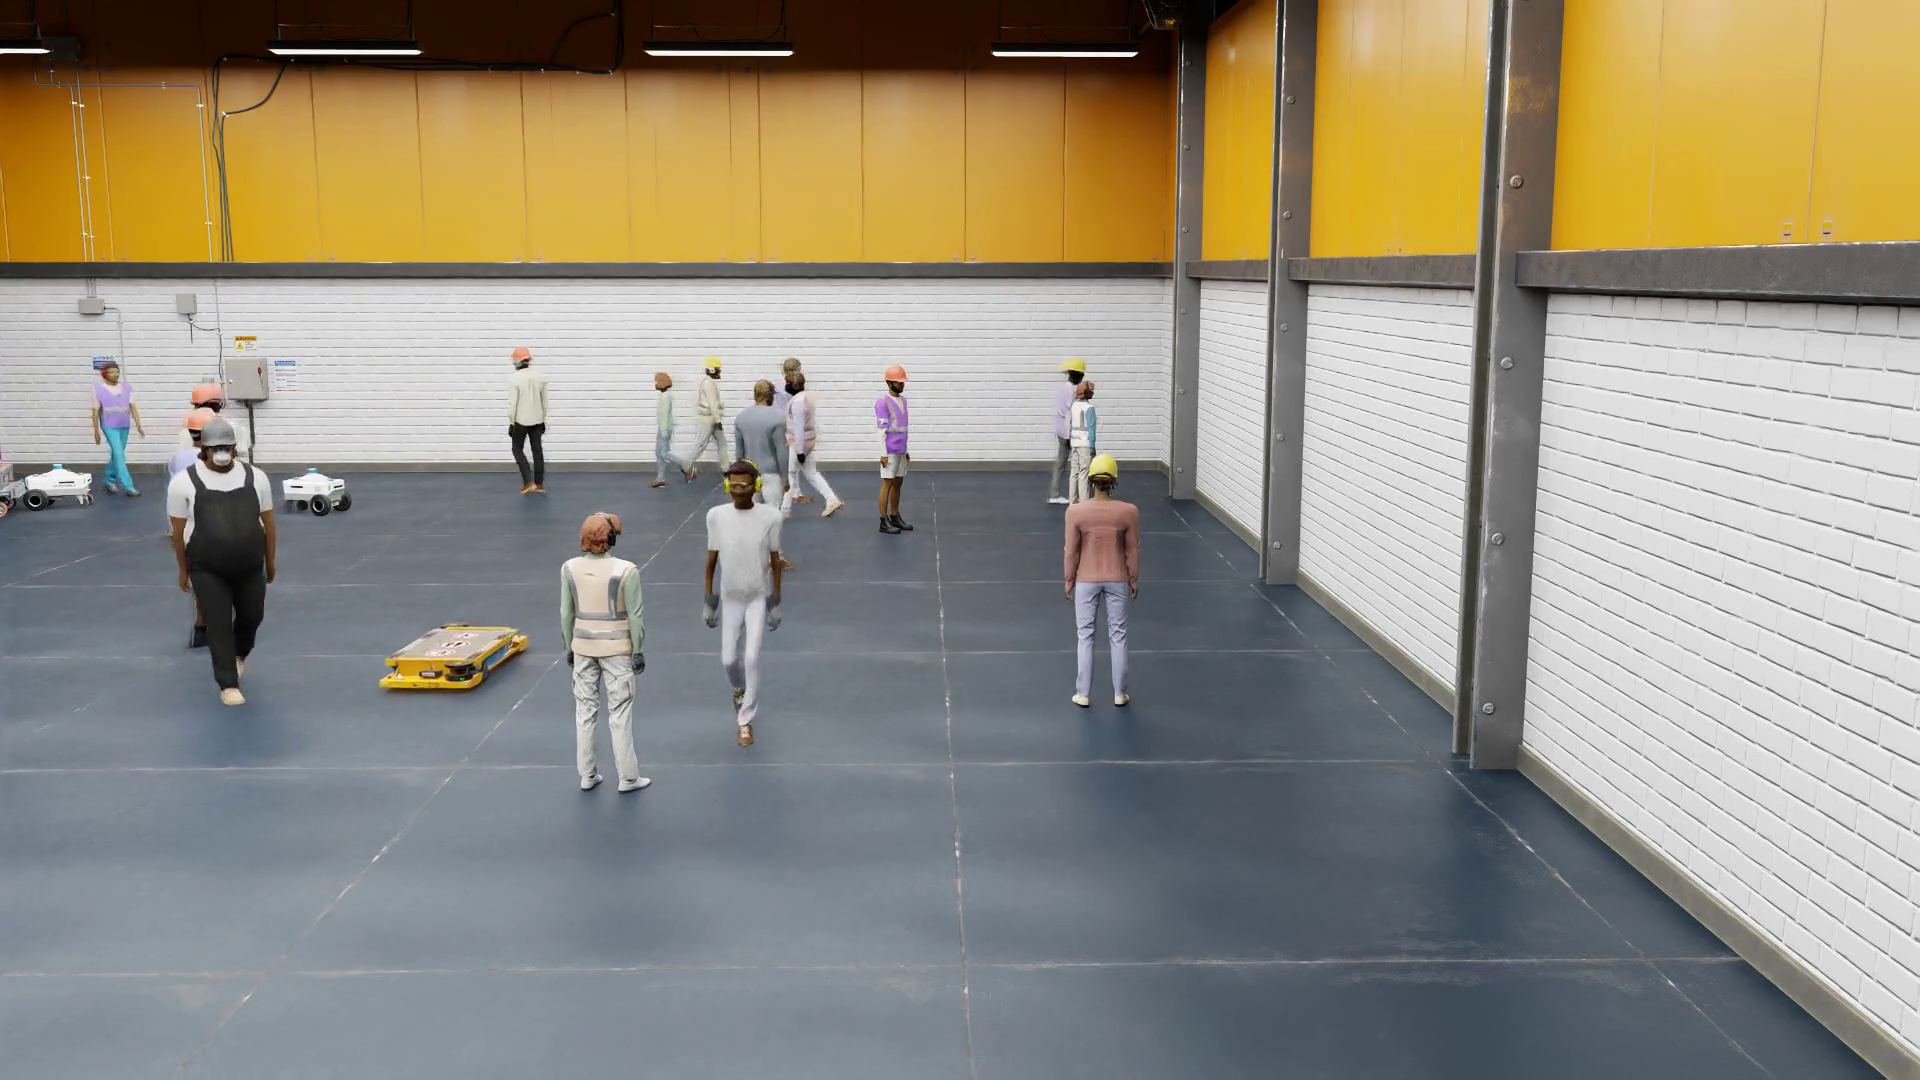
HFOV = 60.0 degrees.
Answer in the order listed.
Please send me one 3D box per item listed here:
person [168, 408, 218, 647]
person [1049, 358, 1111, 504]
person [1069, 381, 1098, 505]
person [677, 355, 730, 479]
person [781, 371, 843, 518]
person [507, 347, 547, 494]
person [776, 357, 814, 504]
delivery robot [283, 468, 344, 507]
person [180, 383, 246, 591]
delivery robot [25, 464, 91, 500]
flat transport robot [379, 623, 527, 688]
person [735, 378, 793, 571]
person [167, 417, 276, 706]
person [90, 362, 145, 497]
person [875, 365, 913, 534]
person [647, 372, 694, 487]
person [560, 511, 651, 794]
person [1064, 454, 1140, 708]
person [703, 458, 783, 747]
[{"bbox_3d":[-6.049,-0.113,13.475,0.582,1.914,0.648,4,10,22],"label":"person"},{"bbox_3d":[1.539,-1.391,21.390,0.834,1.890,0.601,-1,9,-8],"label":"person"},{"bbox_3d":[1.542,-1.165,20.796,0.311,1.638,0.521,-4,10,-25],"label":"person"},{"bbox_3d":[-3.664,-1.769,24.042,0.894,1.797,0.593,0,9,-3],"label":"person"},{"bbox_3d":[-1.877,-1.150,20.215,0.872,1.817,0.632,1,9,9],"label":"person"},{"bbox_3d":[-5.856,-1.613,22.494,0.418,1.980,0.658,8,12,40],"label":"person"},{"bbox_3d":[-2.289,-1.410,21.469,0.695,1.918,0.636,-1,9,-6],"label":"person"},{"bbox_3d":[-8.020,-0.645,20.635,0.707,0.478,0.477,2,9,15],"label":"delivery robot"},{"bbox_3d":[-6.857,-0.447,15.323,1.032,1.999,0.624,6,11,31],"label":"person"},{"bbox_3d":[-11.421,-0.718,21.083,0.707,0.478,0.477,-3,10,-16],"label":"delivery robot"},{"bbox_3d":[-3.798,0.862,12.554,0.652,0.197,1.431,0,9,2],"label":"flat transport robot"},{"bbox_3d":[-1.977,-0.659,16.785,0.636,1.937,0.353,6,11,32],"label":"person"},{"bbox_3d":[-5.220,0.101,11.805,0.690,2.000,0.819,-7,11,-36],"label":"person"},{"bbox_3d":[-11.347,-1.494,22.328,0.963,1.804,0.566,5,10,28],"label":"person"},{"bbox_3d":[-0.737,-1.044,19.140,0.361,1.935,0.553,5,11,29],"label":"person"},{"bbox_3d":[-4.039,-1.524,23.065,0.585,1.611,0.509,-2,10,-14],"label":"person"},{"bbox_3d":[-2.064,0.655,9.631,0.515,1.641,0.314,3,10,17],"label":"person"},{"bbox_3d":[0.978,0.286,11.512,0.533,1.768,0.310,0,9,-2],"label":"person"},{"bbox_3d":[-1.395,0.371,10.758,0.535,1.841,0.648,0,9,-2],"label":"person"}]
